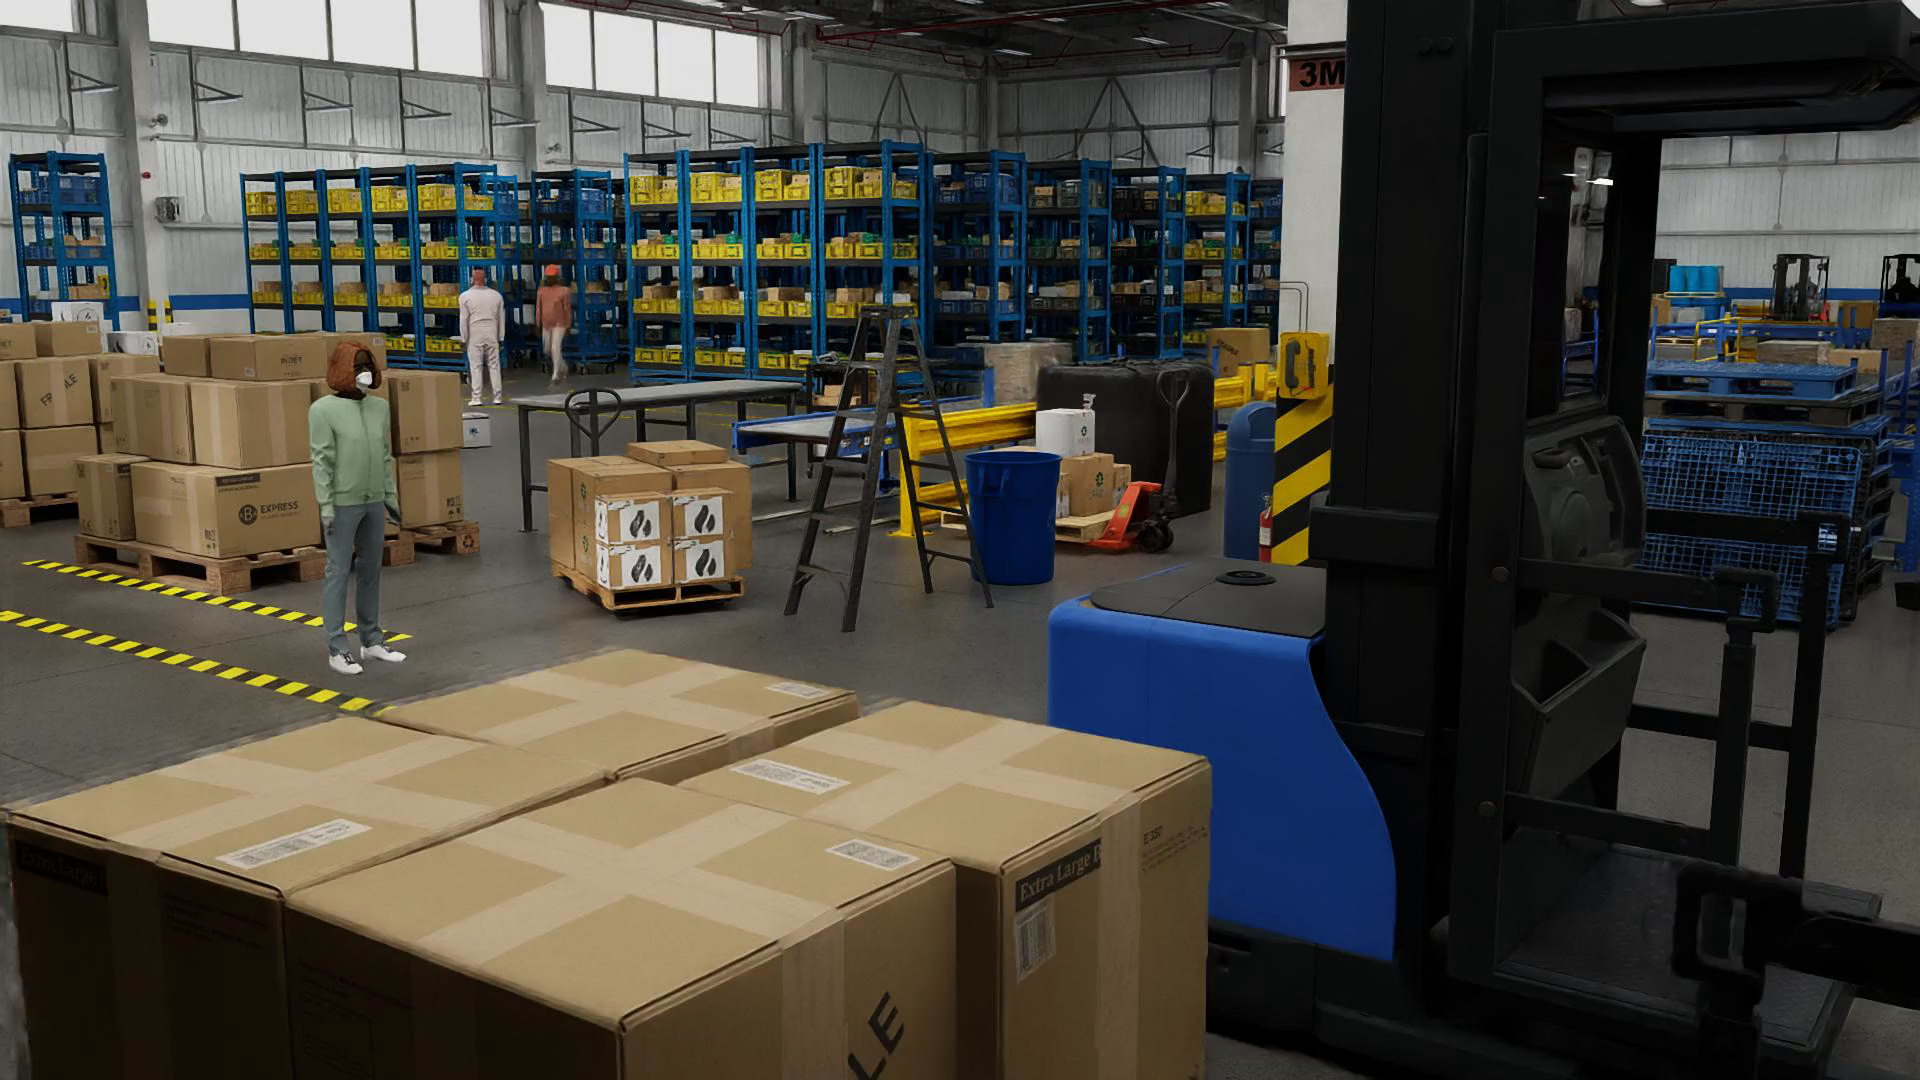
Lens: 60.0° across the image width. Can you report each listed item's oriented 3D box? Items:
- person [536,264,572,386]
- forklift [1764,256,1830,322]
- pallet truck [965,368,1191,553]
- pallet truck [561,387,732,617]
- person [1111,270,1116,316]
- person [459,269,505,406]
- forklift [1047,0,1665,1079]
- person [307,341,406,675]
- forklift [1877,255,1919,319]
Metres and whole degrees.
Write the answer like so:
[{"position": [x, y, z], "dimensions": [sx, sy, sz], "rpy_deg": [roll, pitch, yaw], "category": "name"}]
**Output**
[{"position": [-6.589, -3.513, 27.150], "dimensions": [0.619, 1.976, 0.761], "rpy_deg": [3, 10, 18], "category": "person"}, {"position": [20.253, -5.854, 40.139], "dimensions": [1.157, 1.987, 2.680], "rpy_deg": [7, 12, 35], "category": "forklift"}, {"position": [0.845, -0.609, 11.869], "dimensions": [1.630, 1.274, 0.653], "rpy_deg": [7, 12, 35], "category": "pallet truck"}, {"position": [-1.981, -0.274, 10.088], "dimensions": [0.680, 1.201, 1.601], "rpy_deg": [-5, 11, -28], "category": "pallet truck"}, {"position": [3.655, -5.391, 38.727], "dimensions": [0.570, 1.843, 0.372], "rpy_deg": [3, 10, 18], "category": "person"}, {"position": [-6.701, -2.818, 23.269], "dimensions": [0.663, 1.915, 0.407], "rpy_deg": [-7, 12, -36], "category": "person"}, {"position": [1.249, -0.137, 4.360], "dimensions": [1.873, 2.768, 1.129], "rpy_deg": [7, 12, 35], "category": "forklift"}, {"position": [-2.982, -0.166, 8.237], "dimensions": [0.280, 1.634, 0.498], "rpy_deg": [5, 11, 26], "category": "person"}, {"position": [22.089, -5.634, 38.796], "dimensions": [1.157, 1.987, 2.680], "rpy_deg": [6, 11, 33], "category": "forklift"}]
